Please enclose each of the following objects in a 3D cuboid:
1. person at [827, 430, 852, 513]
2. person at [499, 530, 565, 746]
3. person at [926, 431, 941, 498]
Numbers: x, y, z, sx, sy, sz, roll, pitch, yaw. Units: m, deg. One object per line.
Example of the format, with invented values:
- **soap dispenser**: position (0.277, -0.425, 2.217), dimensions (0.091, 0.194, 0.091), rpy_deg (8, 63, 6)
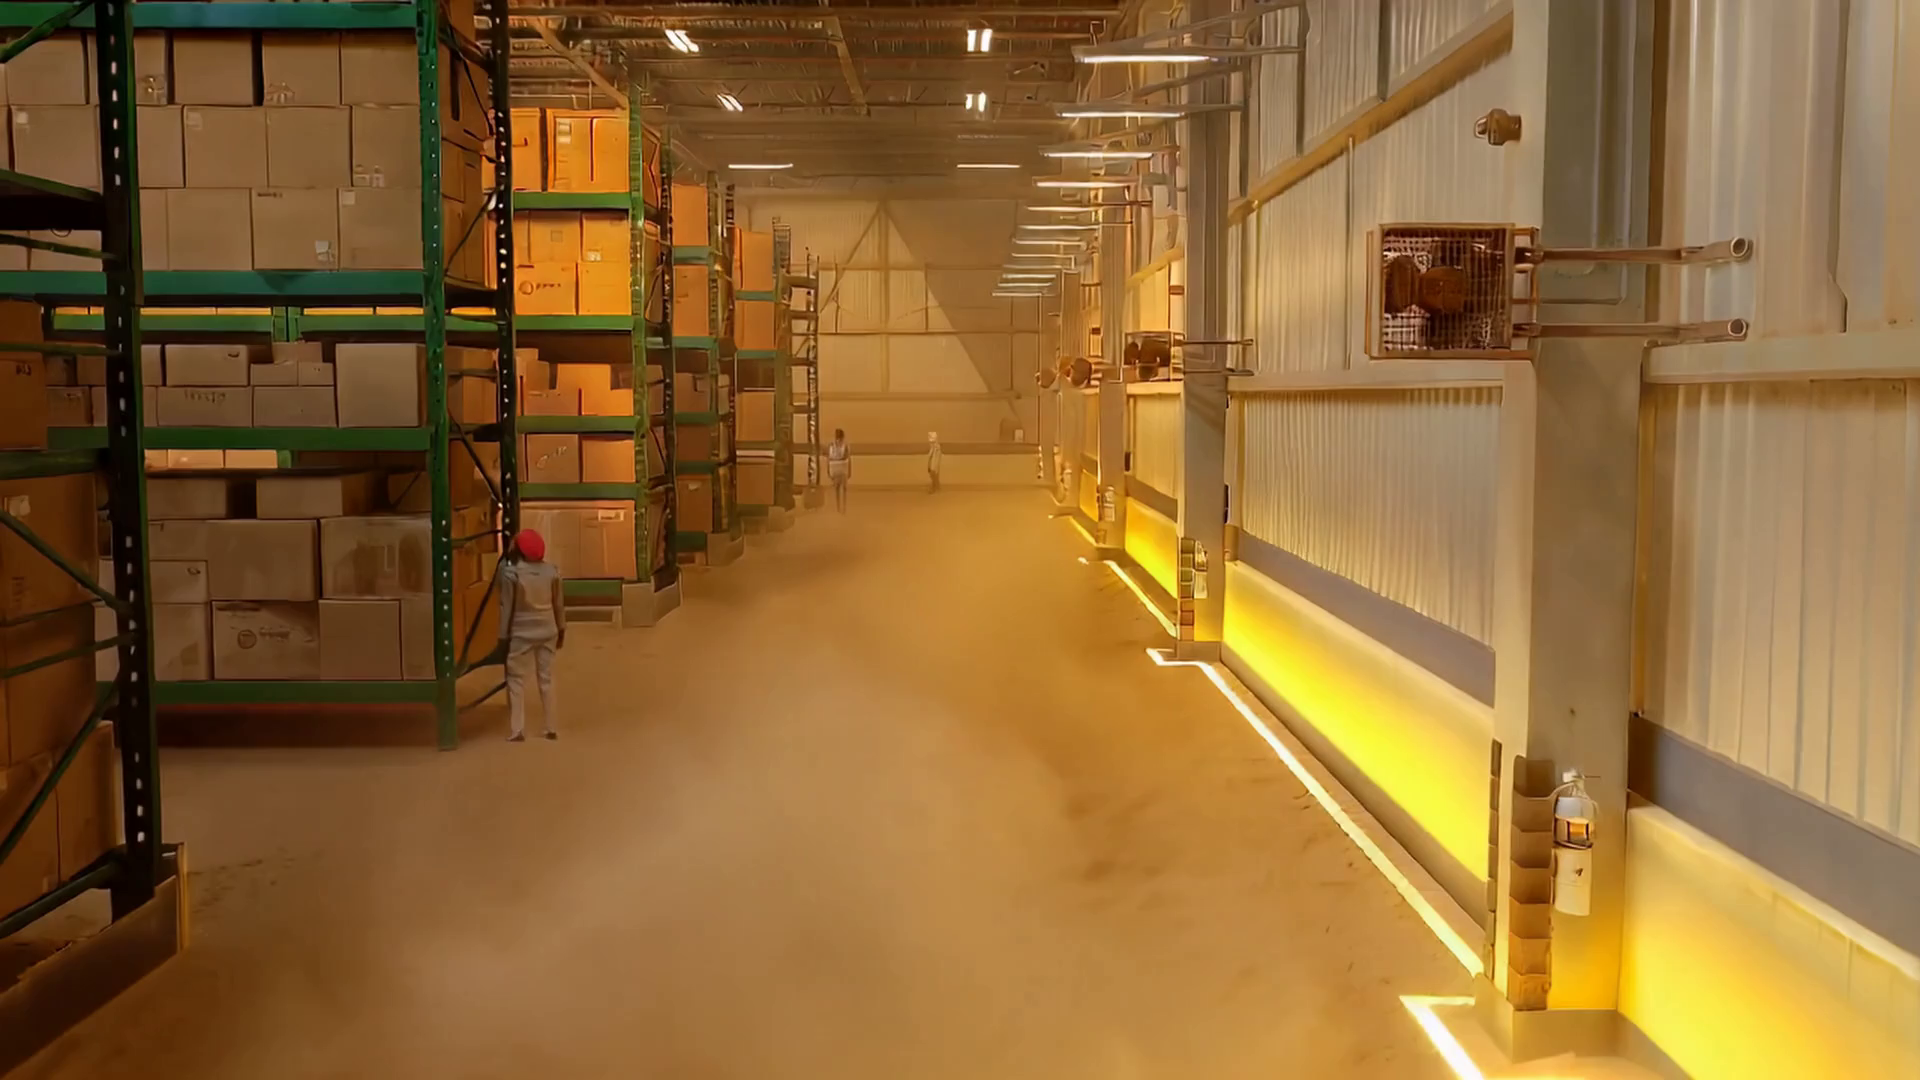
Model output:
- **person**: position (-2.742, -1.563, 37.910), dimensions (0.549, 1.891, 1.010), rpy_deg (0, 5, -1)
- **person**: position (-3.221, 0.737, 12.558), dimensions (0.524, 1.634, 0.315), rpy_deg (-4, 6, -39)
- **person**: position (-0.711, -1.970, 43.439), dimensions (0.361, 1.742, 0.563), rpy_deg (-3, 6, -28)
